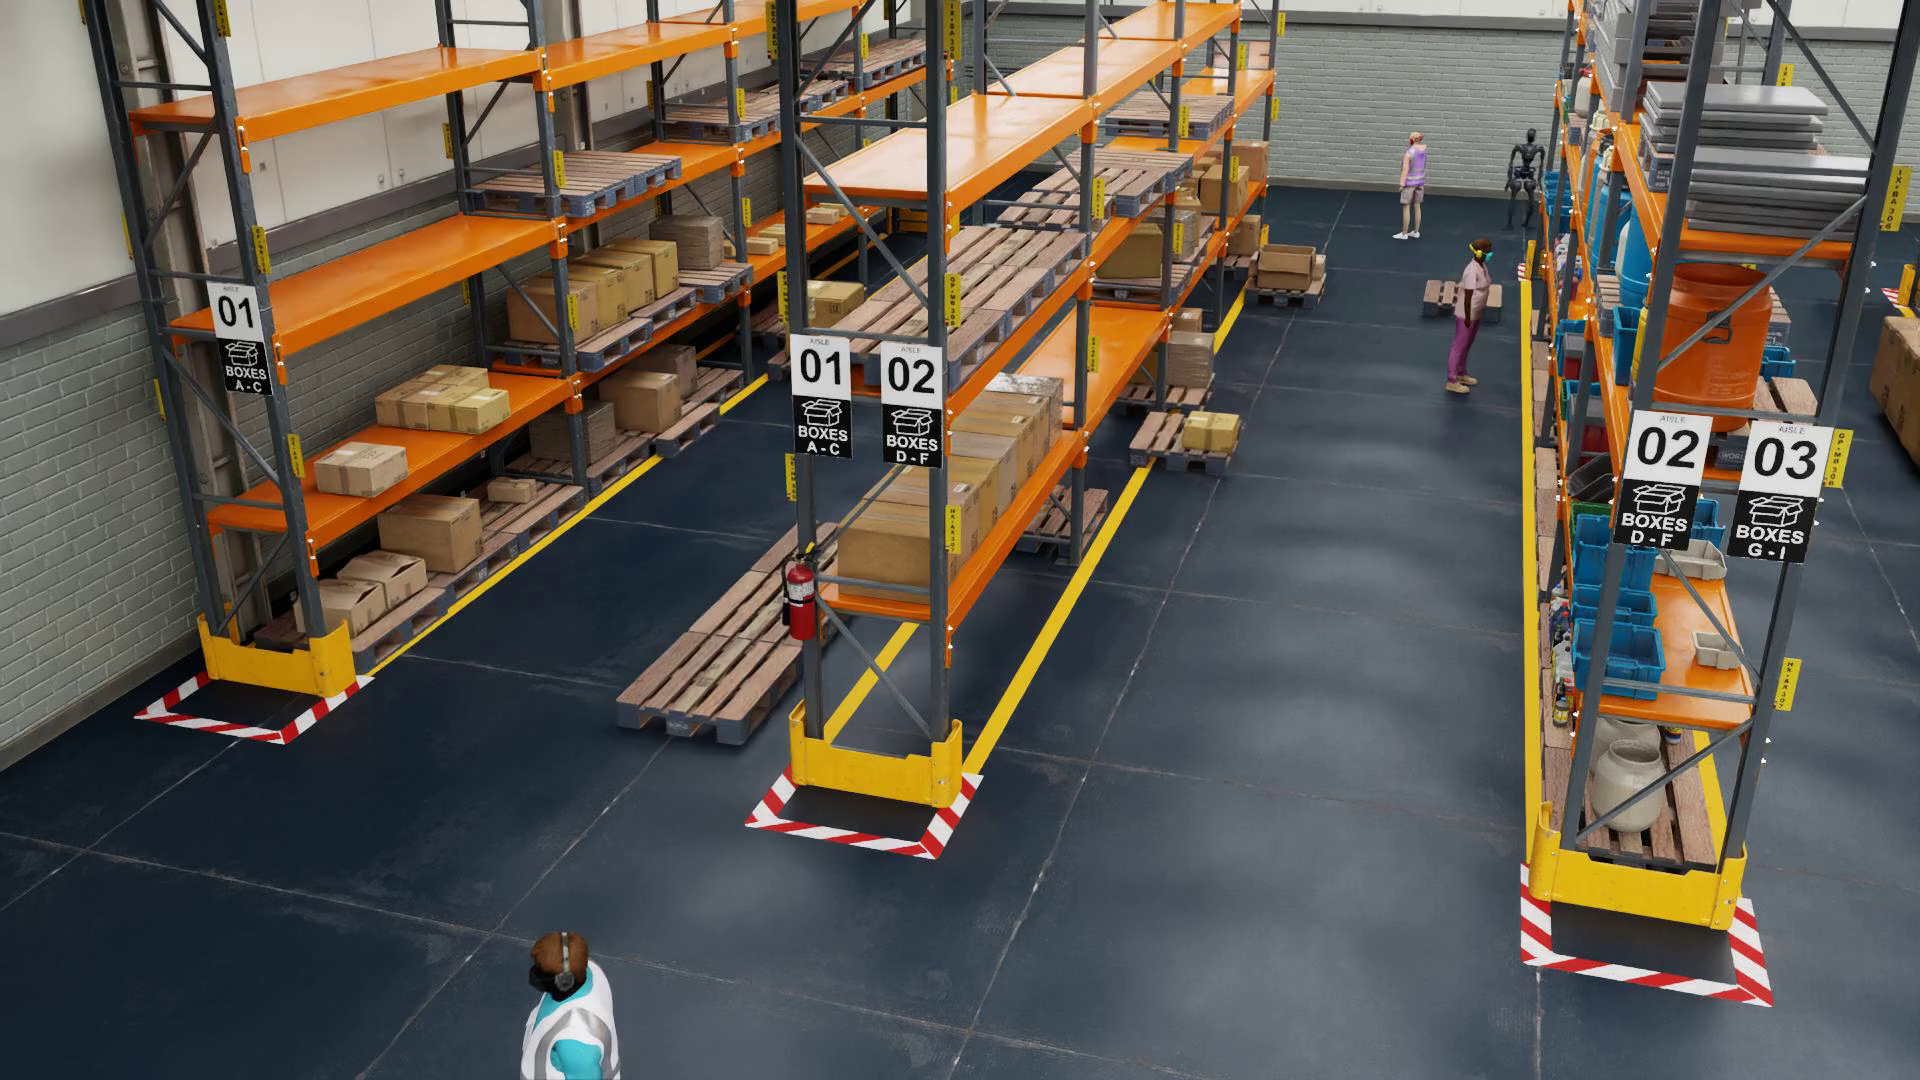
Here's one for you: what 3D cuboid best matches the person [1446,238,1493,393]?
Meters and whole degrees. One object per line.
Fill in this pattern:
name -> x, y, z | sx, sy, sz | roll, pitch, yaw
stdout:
person -> 5.939, -2.621, 19.333 | 0.337, 1.795, 0.511 | 14, 27, 29

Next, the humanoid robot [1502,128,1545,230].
humanoid robot -> 9.143, -5.850, 26.952 | 0.589, 1.641, 0.369 | 2, 23, 5

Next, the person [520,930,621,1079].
person -> -1.709, 2.506, 7.374 | 0.429, 1.846, 0.625 | -5, 24, -12

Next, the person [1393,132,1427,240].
person -> 7.181, -5.622, 26.422 | 0.489, 1.688, 0.352 | -14, 27, -29
